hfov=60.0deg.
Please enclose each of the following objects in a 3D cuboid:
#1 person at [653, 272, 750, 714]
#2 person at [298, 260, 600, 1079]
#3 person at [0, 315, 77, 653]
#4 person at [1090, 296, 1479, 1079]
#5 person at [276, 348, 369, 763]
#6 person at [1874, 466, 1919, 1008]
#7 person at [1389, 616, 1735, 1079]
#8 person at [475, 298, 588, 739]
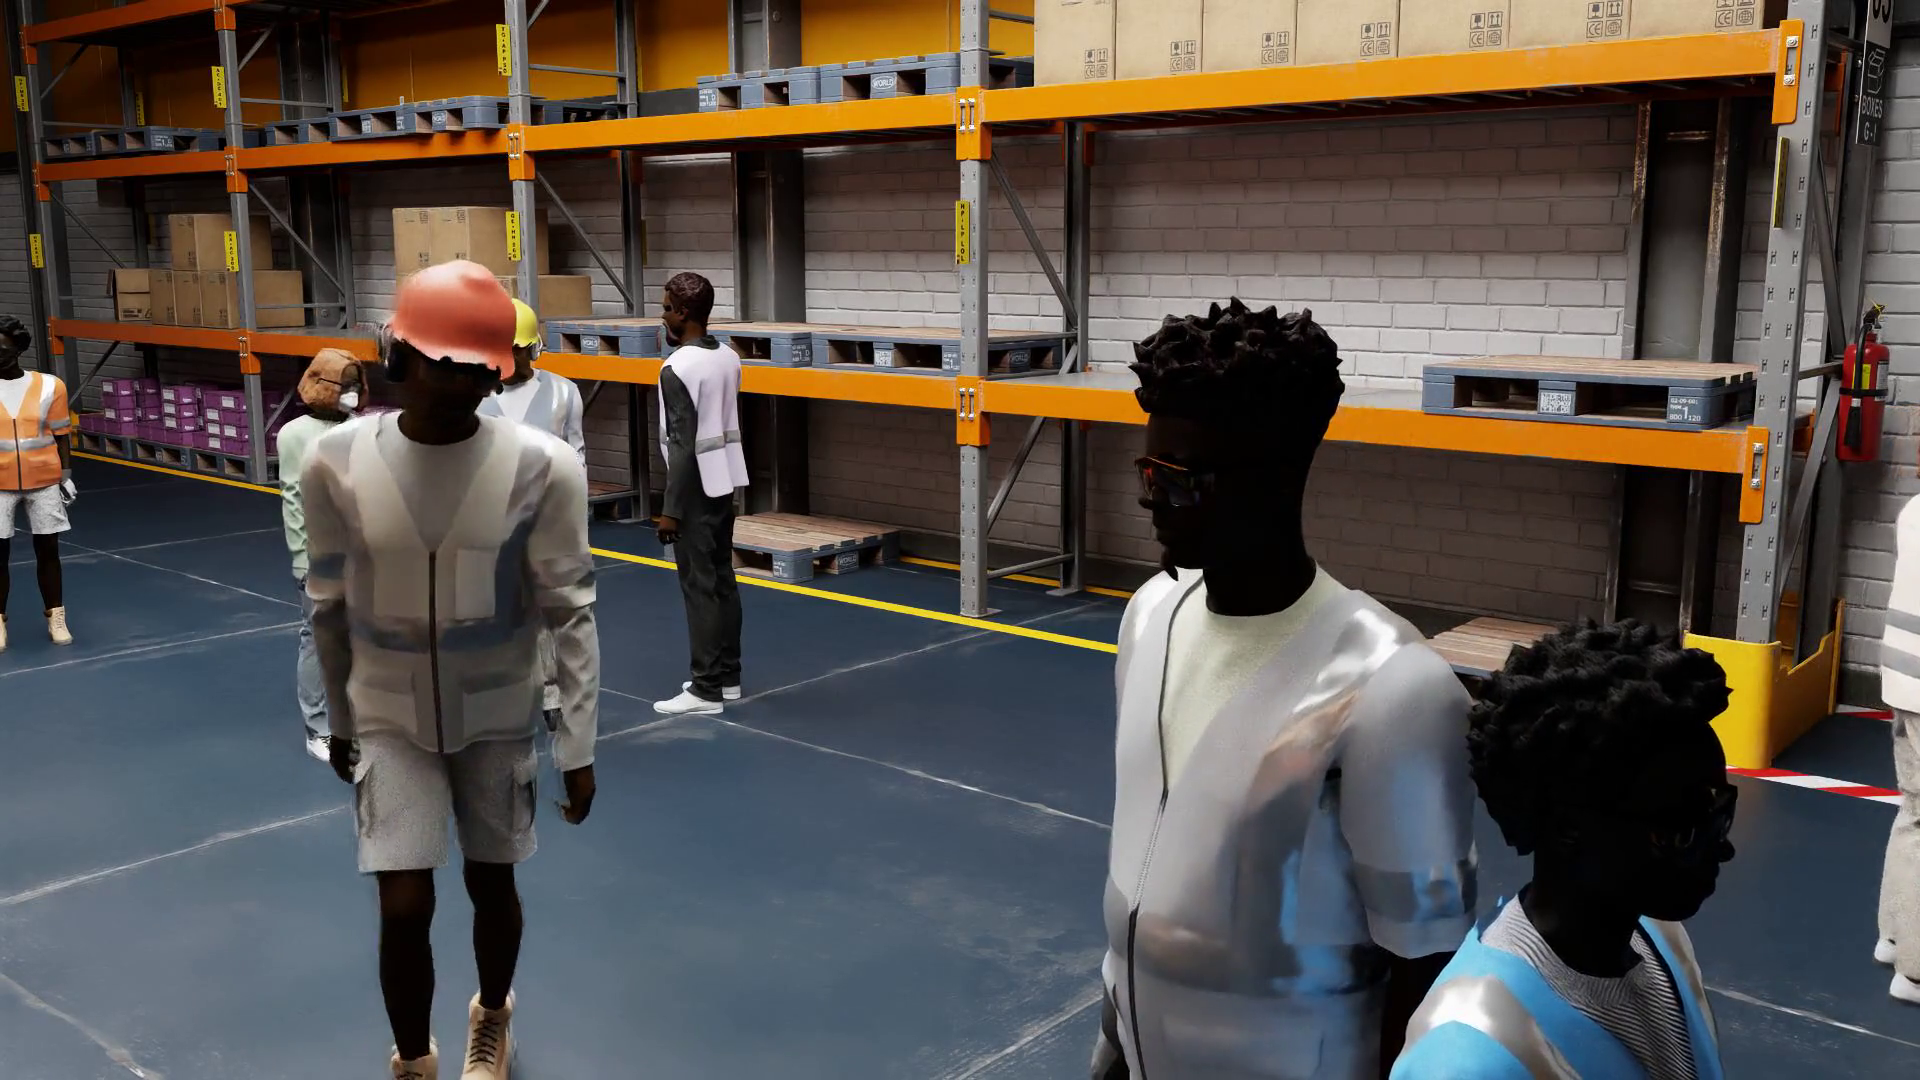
[{"bbox_3d":[-1.131,-0.197,7.250,0.392,1.920,0.592,2,10,14],"label":"person"},{"bbox_3d":[-1.104,0.394,3.657,0.624,1.991,0.752,-2,10,-10],"label":"person"},{"bbox_3d":[-4.740,-0.284,8.367,0.539,1.698,0.318,-7,12,-33],"label":"person"},{"bbox_3d":[0.360,0.679,2.124,0.362,1.963,0.614,-5,11,-28],"label":"person"},{"bbox_3d":[-2.471,0.054,6.634,0.280,1.632,0.498,5,11,25],"label":"person"},{"bbox_3d":[2.624,0.444,4.413,0.346,1.638,0.524,2,10,12],"label":"person"},{"bbox_3d":[0.566,0.904,1.614,0.318,1.697,0.535,7,12,35],"label":"person"},{"bbox_3d":[-1.815,-0.072,6.817,0.588,1.822,0.403,-3,10,-18],"label":"person"}]
